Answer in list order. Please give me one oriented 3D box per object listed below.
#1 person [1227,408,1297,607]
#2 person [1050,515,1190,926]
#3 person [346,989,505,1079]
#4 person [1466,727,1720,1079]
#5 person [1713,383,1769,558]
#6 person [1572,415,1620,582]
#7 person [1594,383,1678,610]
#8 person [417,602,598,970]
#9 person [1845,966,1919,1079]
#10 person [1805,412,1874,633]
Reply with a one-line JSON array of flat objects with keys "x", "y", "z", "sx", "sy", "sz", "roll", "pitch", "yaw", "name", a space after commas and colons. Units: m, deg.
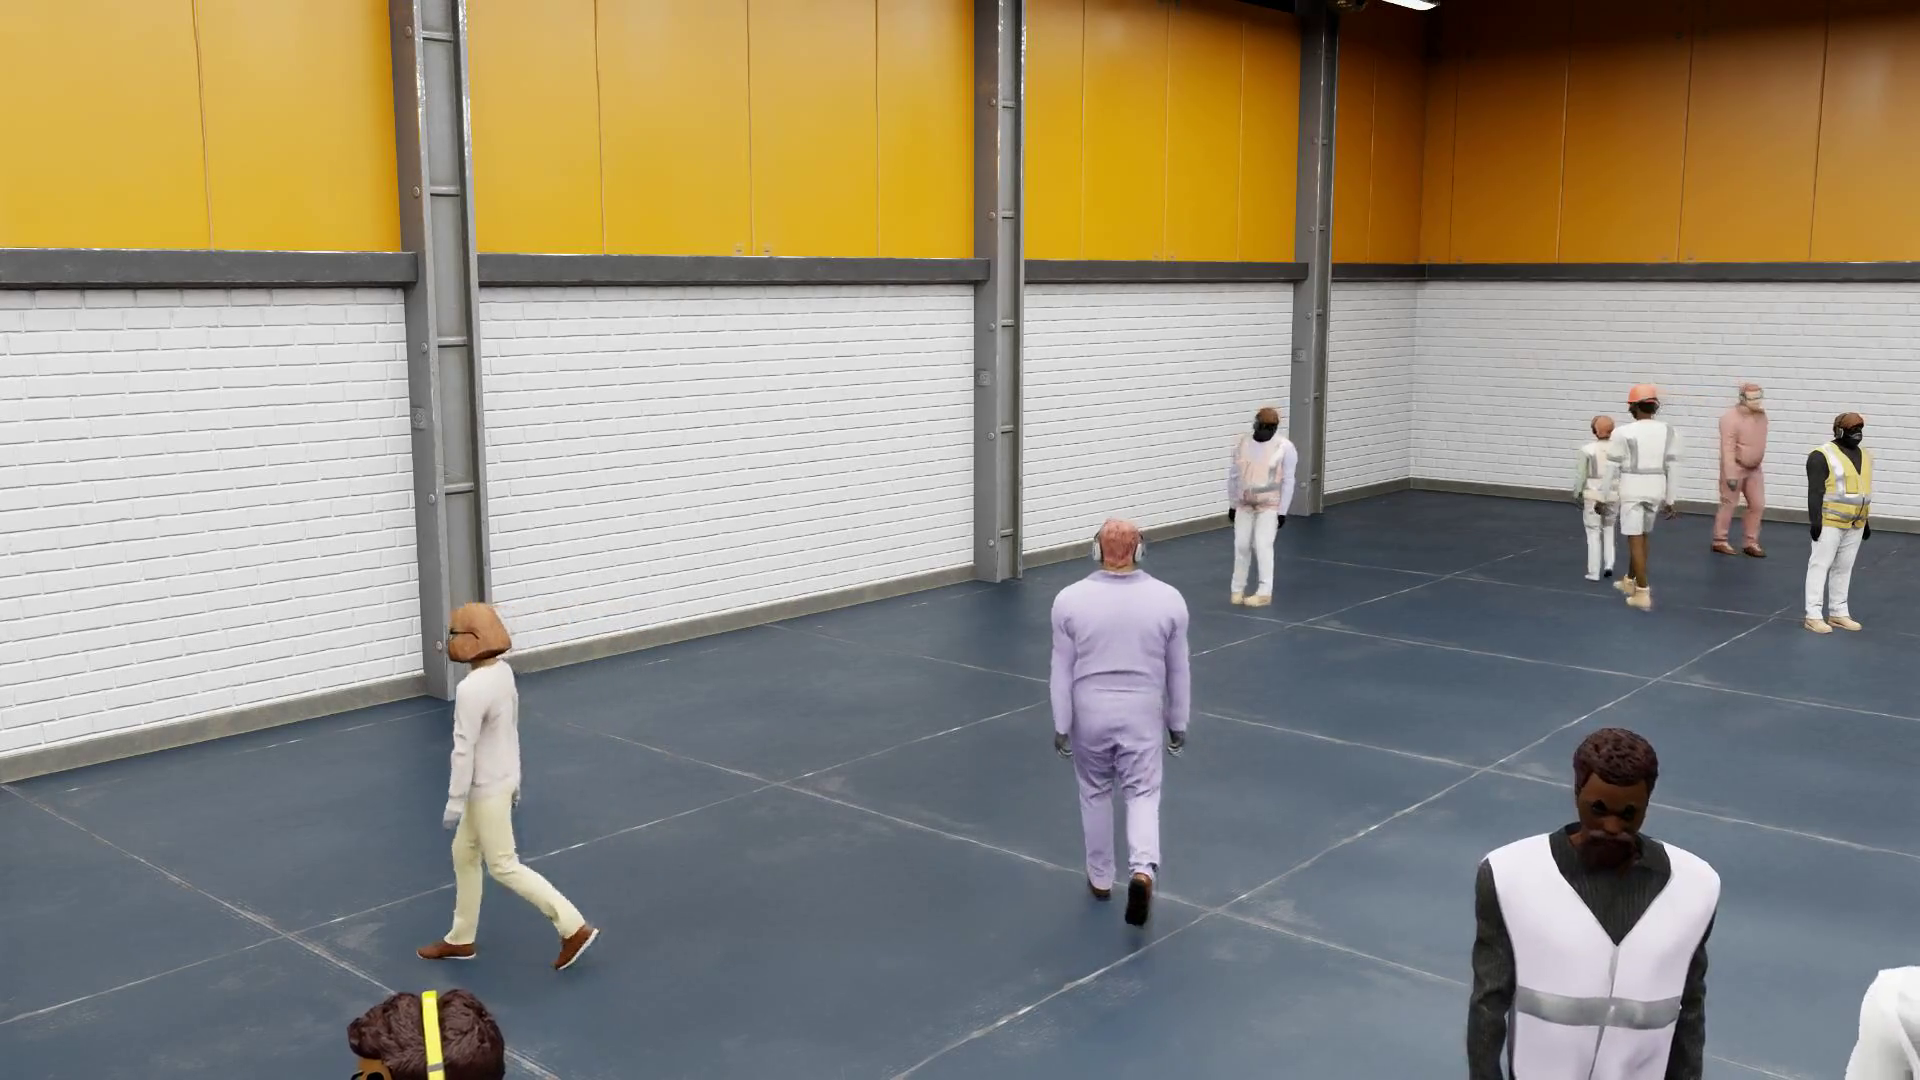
[{"x": 2.697, "y": -0.289, "z": 14.946, "sx": 0.639, "sy": 1.808, "sz": 0.437, "roll": 7, "pitch": 11, "yaw": 36, "name": "person"}, {"x": 0.739, "y": 0.824, "z": 7.692, "sx": 0.647, "sy": 1.882, "sz": 0.782, "roll": 0, "pitch": 9, "yaw": 2, "name": "person"}, {"x": -0.814, "y": 1.623, "z": 2.713, "sx": 0.313, "sy": 1.866, "sz": 0.539, "roll": -5, "pitch": 10, "yaw": -26, "name": "person"}, {"x": 1.539, "y": 1.384, "z": 4.116, "sx": 0.597, "sy": 1.924, "sz": 0.389, "roll": 0, "pitch": 9, "yaw": 0, "name": "person"}, {"x": 8.241, "y": -0.731, "z": 17.535, "sx": 0.672, "sy": 1.853, "sz": 0.702, "roll": -4, "pitch": 10, "yaw": -22, "name": "person"}, {"x": 6.232, "y": -0.403, "z": 16.202, "sx": 0.530, "sy": 1.624, "sz": 0.428, "roll": 0, "pitch": 9, "yaw": -1, "name": "person"}, {"x": 6.069, "y": -0.413, "z": 15.039, "sx": 0.636, "sy": 2.003, "sz": 0.931, "roll": -1, "pitch": 9, "yaw": -8, "name": "person"}, {"x": -1.950, "y": 1.055, "z": 7.096, "sx": 0.777, "sy": 1.605, "sz": 0.499, "roll": 0, "pitch": 9, "yaw": -1, "name": "person"}, {"x": 2.172, "y": 1.501, "z": 3.528, "sx": 0.589, "sy": 1.846, "sz": 0.885, "roll": 3, "pitch": 10, "yaw": 21, "name": "person"}, {"x": 7.365, "y": -0.147, "z": 13.905, "sx": 0.622, "sy": 1.845, "sz": 0.429, "roll": -3, "pitch": 10, "yaw": -19, "name": "person"}]
